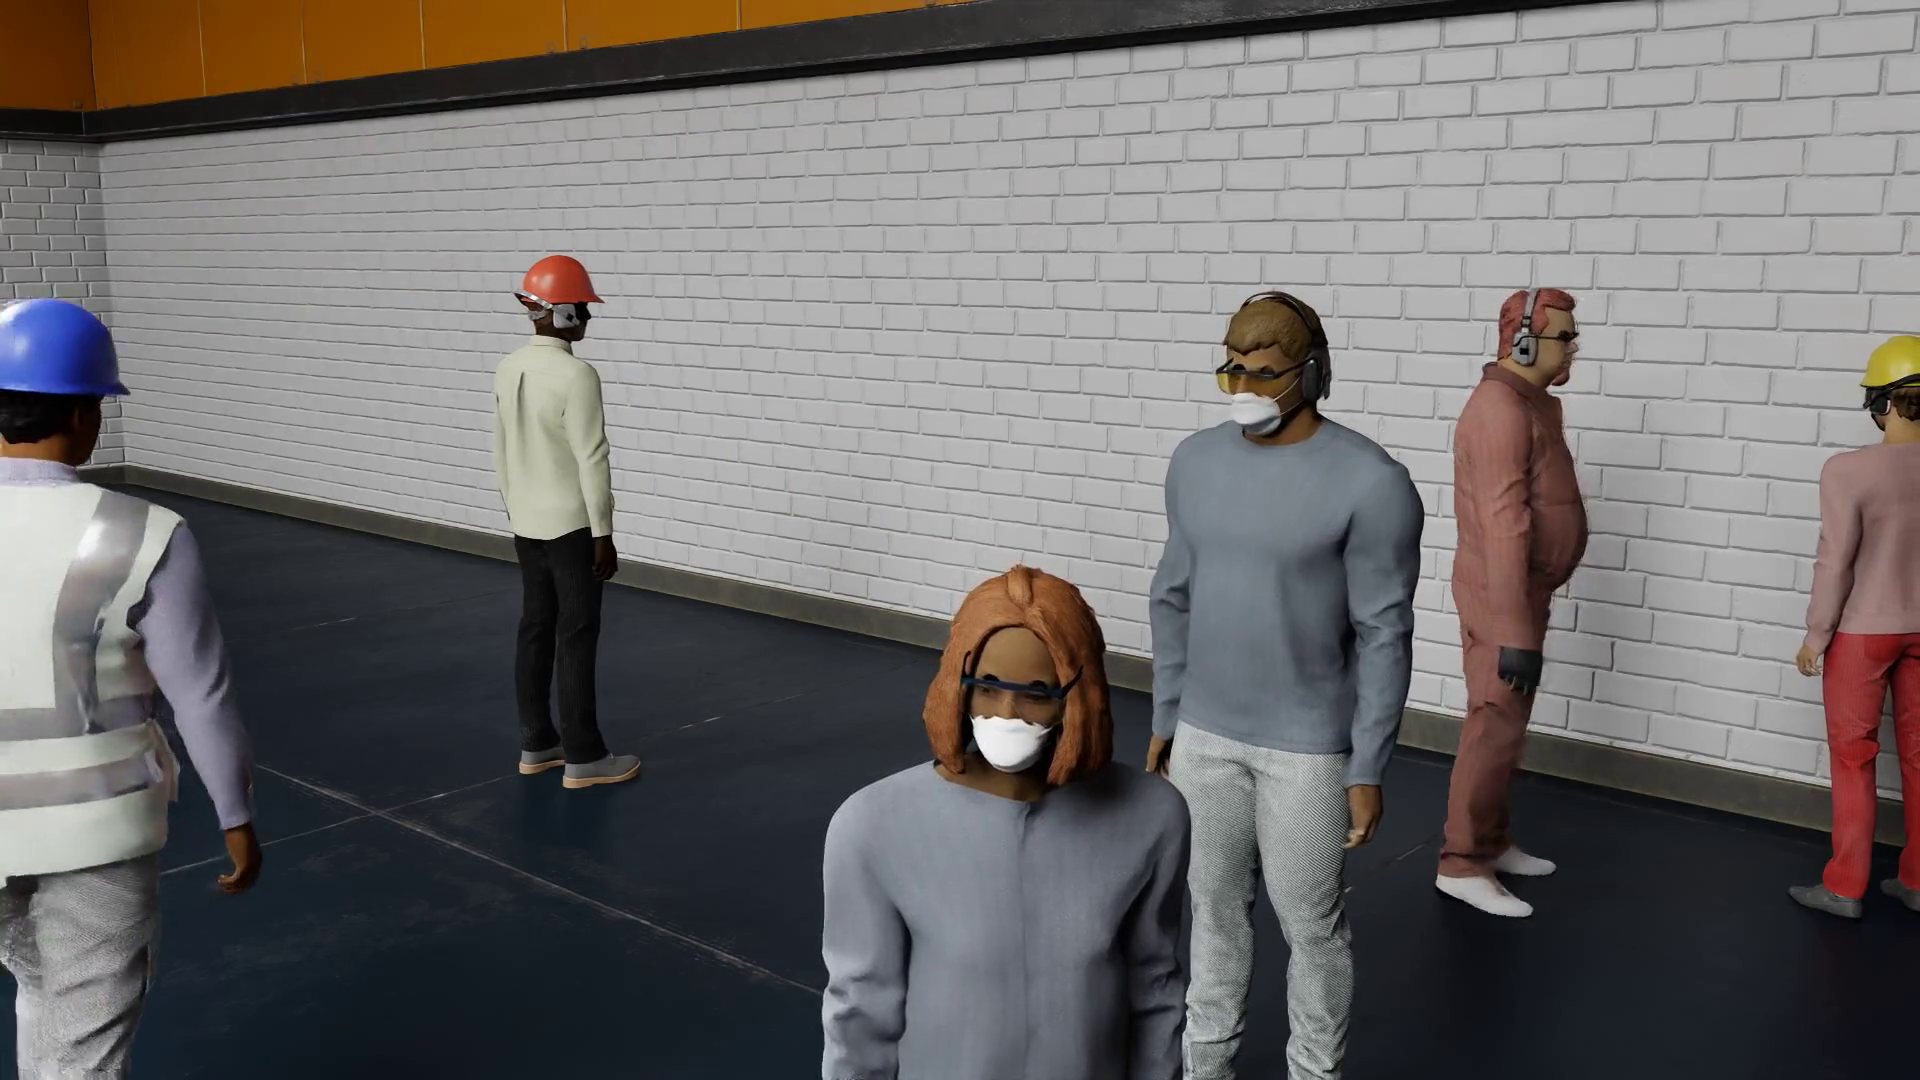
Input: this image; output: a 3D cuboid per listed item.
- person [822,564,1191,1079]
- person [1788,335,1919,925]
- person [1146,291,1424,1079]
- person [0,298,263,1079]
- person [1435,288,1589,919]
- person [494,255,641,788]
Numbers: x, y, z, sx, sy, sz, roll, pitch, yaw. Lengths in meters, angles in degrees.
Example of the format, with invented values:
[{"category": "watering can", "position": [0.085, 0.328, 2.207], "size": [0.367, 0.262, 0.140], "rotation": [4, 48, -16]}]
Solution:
[{"category": "person", "position": [0.068, 0.835, 2.189], "size": [0.500, 1.632, 0.286], "rotation": [-3, 10, -15]}, {"category": "person", "position": [2.775, 0.273, 5.010], "size": [0.533, 1.767, 0.326], "rotation": [-1, 10, -8]}, {"category": "person", "position": [0.664, 0.436, 3.603], "size": [0.627, 1.935, 0.371], "rotation": [9, 14, 43]}, {"category": "person", "position": [-1.657, 0.515, 3.164], "size": [0.649, 1.922, 0.697], "rotation": [0, 10, 3]}, {"category": "person", "position": [1.722, 0.183, 5.153], "size": [0.398, 1.900, 0.694], "rotation": [4, 11, 21]}, {"category": "person", "position": [-1.499, -0.066, 6.287], "size": [0.624, 1.993, 0.385], "rotation": [9, 13, 42]}]
